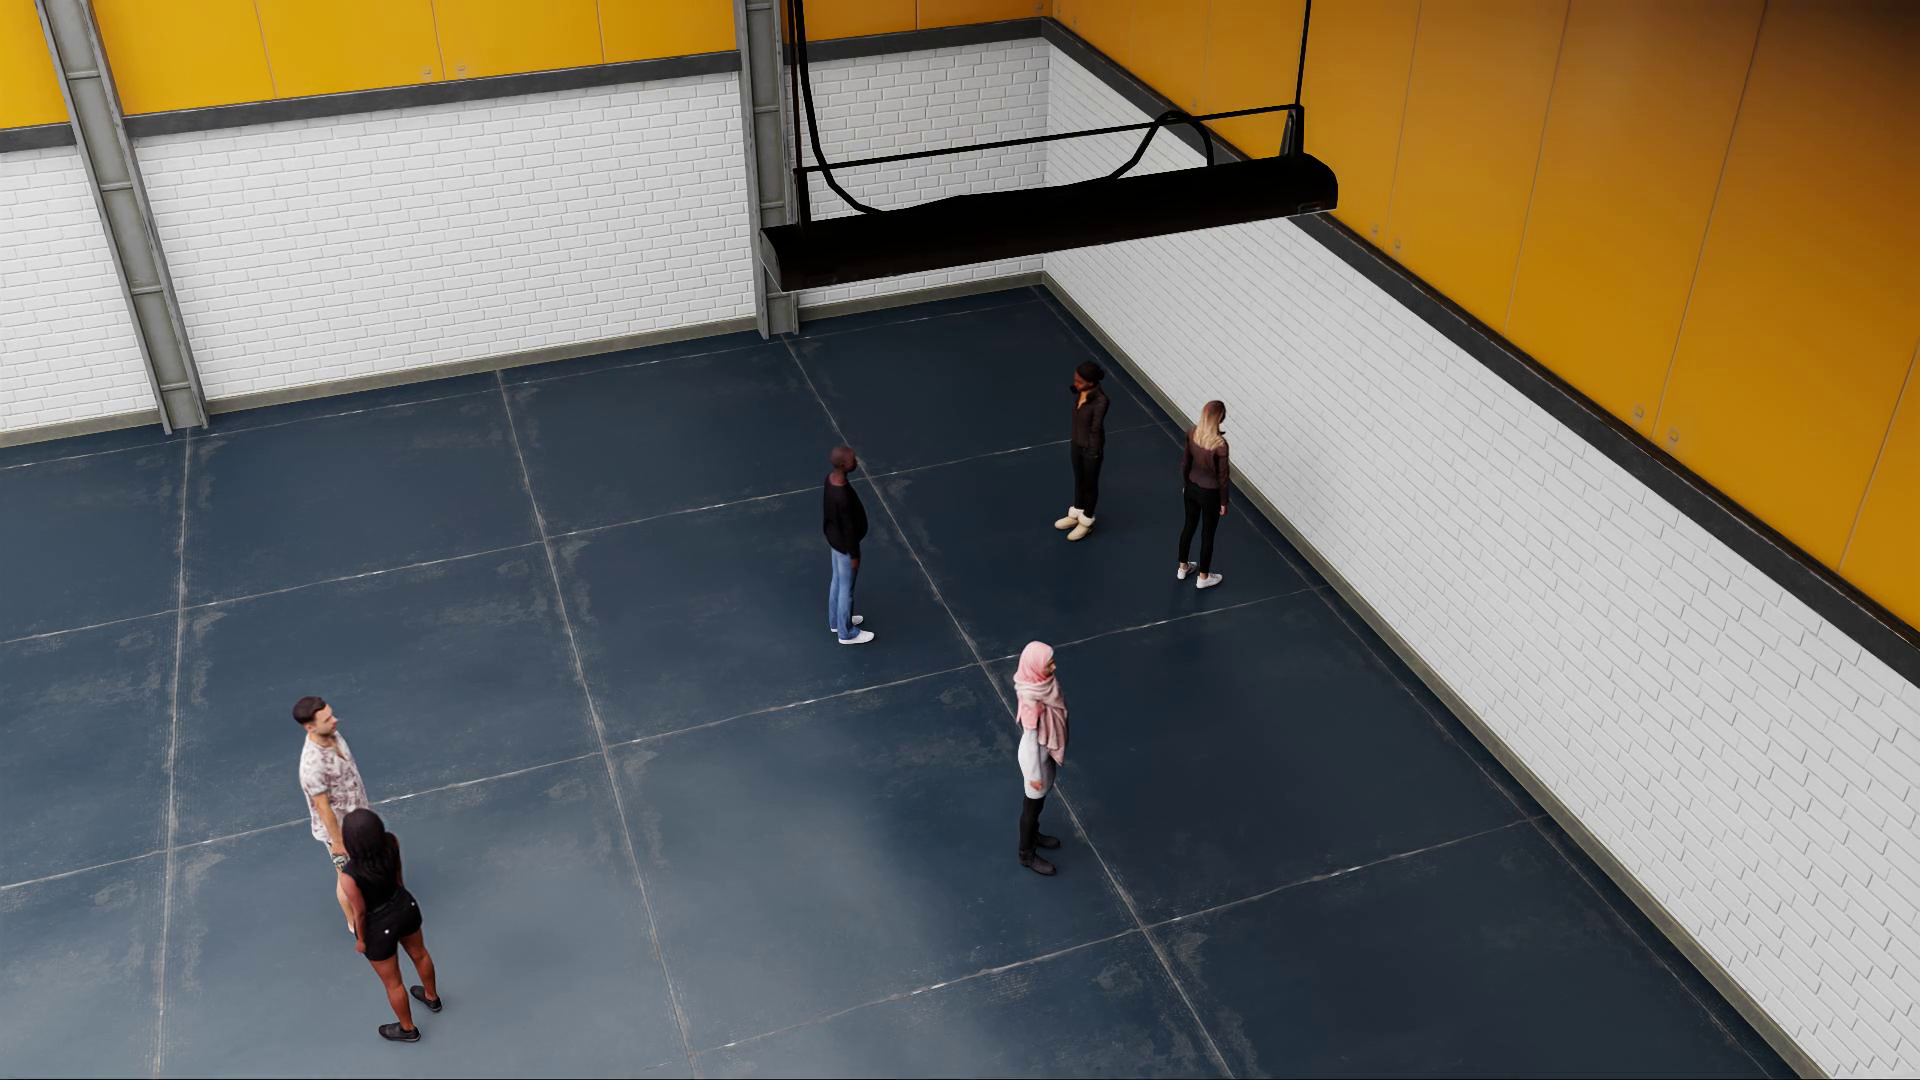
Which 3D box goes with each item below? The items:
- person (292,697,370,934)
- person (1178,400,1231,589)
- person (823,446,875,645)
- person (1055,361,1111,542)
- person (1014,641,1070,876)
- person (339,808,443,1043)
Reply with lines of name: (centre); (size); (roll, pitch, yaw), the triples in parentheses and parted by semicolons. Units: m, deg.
person: (-3.909, 1.713, 10.456); (0.639, 1.816, 0.710); (-4, 34, -6)
person: (2.006, -0.389, 13.720); (0.637, 1.703, 0.673); (-27, 42, -34)
person: (-0.917, 0.029, 13.049); (0.526, 1.750, 0.590); (-13, 36, -18)
person: (1.116, -0.813, 14.396); (0.679, 1.661, 0.621); (-17, 37, -24)
person: (0.507, 1.410, 10.922); (0.758, 1.804, 0.733); (6, 34, 9)
person: (-3.350, 2.238, 9.734); (0.734, 1.740, 0.681); (13, 36, 19)
